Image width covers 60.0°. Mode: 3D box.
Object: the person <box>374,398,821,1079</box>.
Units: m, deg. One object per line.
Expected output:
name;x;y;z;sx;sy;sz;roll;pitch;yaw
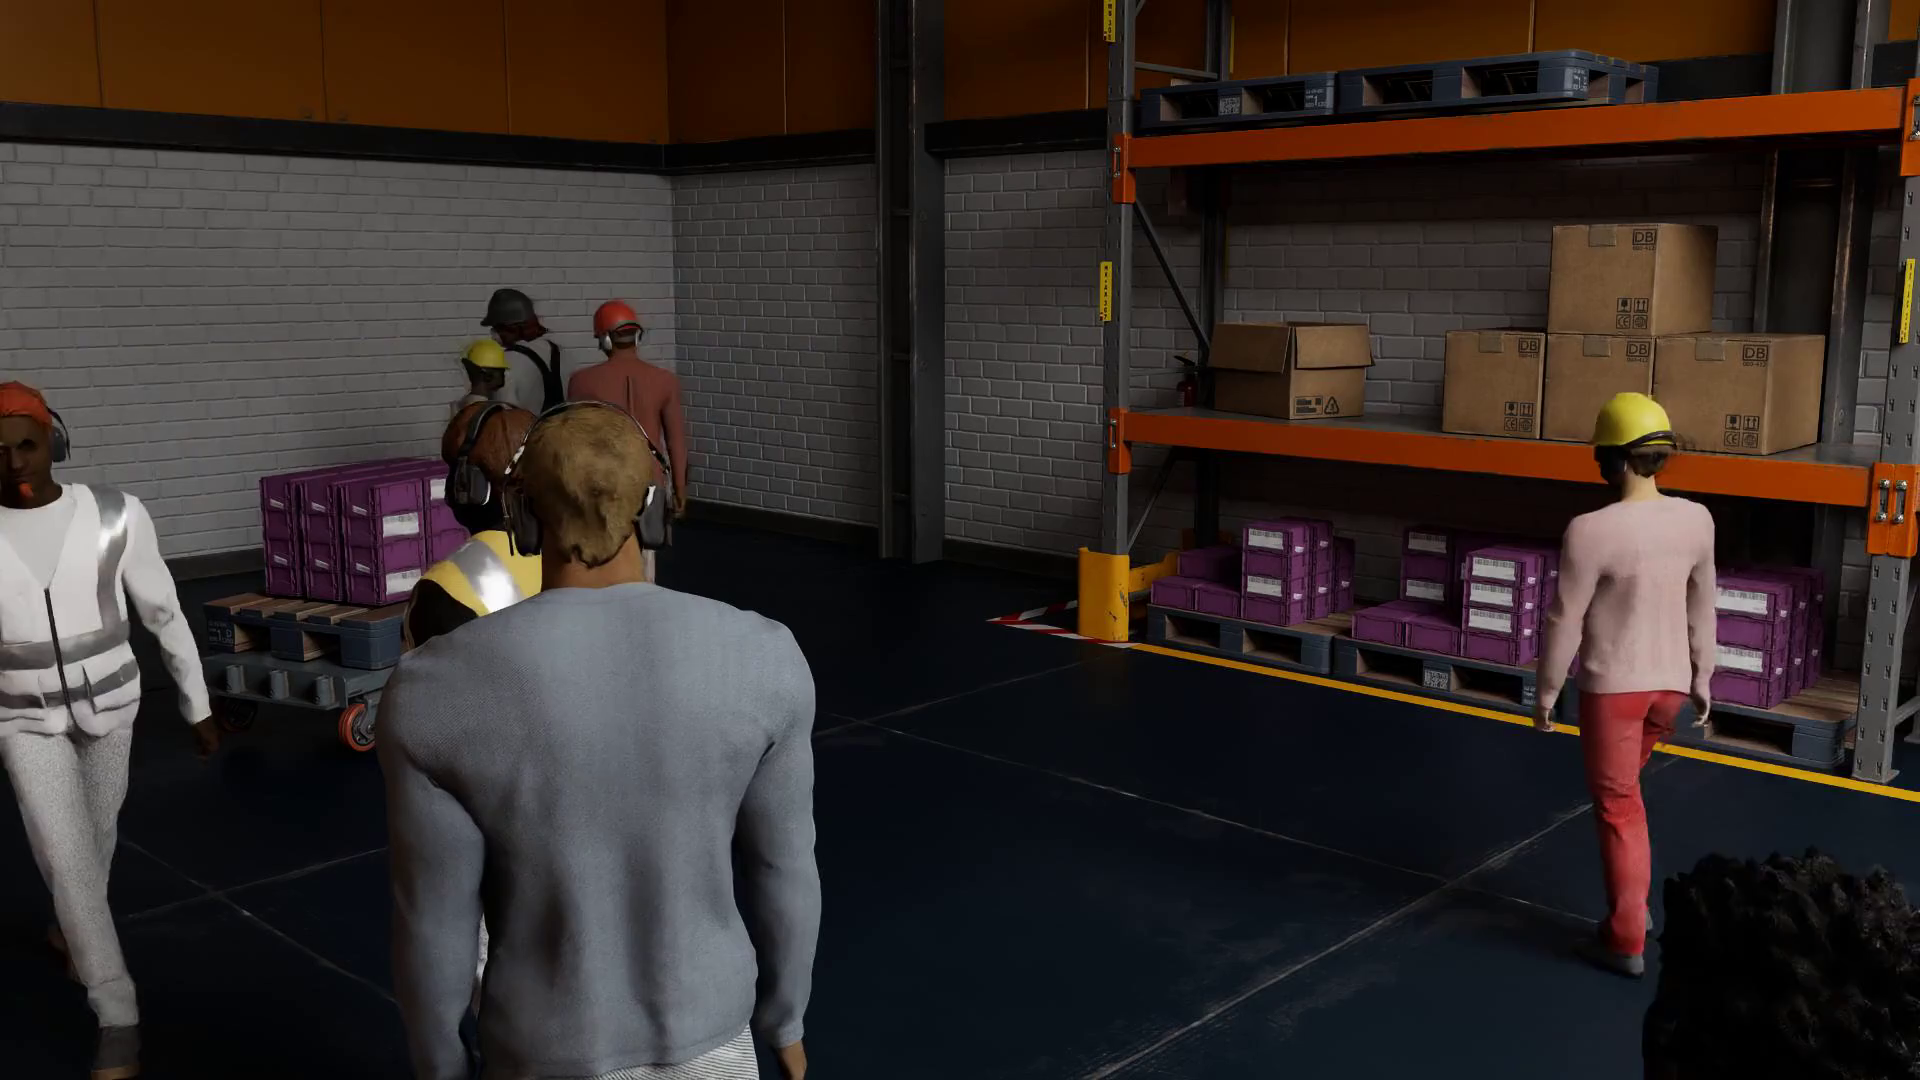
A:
person;-0.517;0.758;2.494;0.627;1.934;0.371;-3;10;-18

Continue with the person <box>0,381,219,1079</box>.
person;-2.468;0.466;4.622;0.665;1.836;1.009;-6;11;-34

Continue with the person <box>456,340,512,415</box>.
person;-2.743;-0.282;9.506;0.897;1.724;0.527;-6;11;-32

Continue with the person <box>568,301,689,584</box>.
person;-1.847;-0.325;9.108;0.611;1.933;1.030;-5;11;-29

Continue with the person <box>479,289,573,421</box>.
person;-2.587;-0.519;9.994;0.609;2.000;0.792;4;10;24

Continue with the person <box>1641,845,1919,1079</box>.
person;0.745;1.073;1.349;0.674;1.676;0.530;8;12;40

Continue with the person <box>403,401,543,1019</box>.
person;-0.967;0.619;3.626;0.430;1.845;0.620;4;10;23

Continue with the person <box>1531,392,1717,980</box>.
person;1.982;0.431;5.031;0.554;1.747;0.481;-3;10;-20
